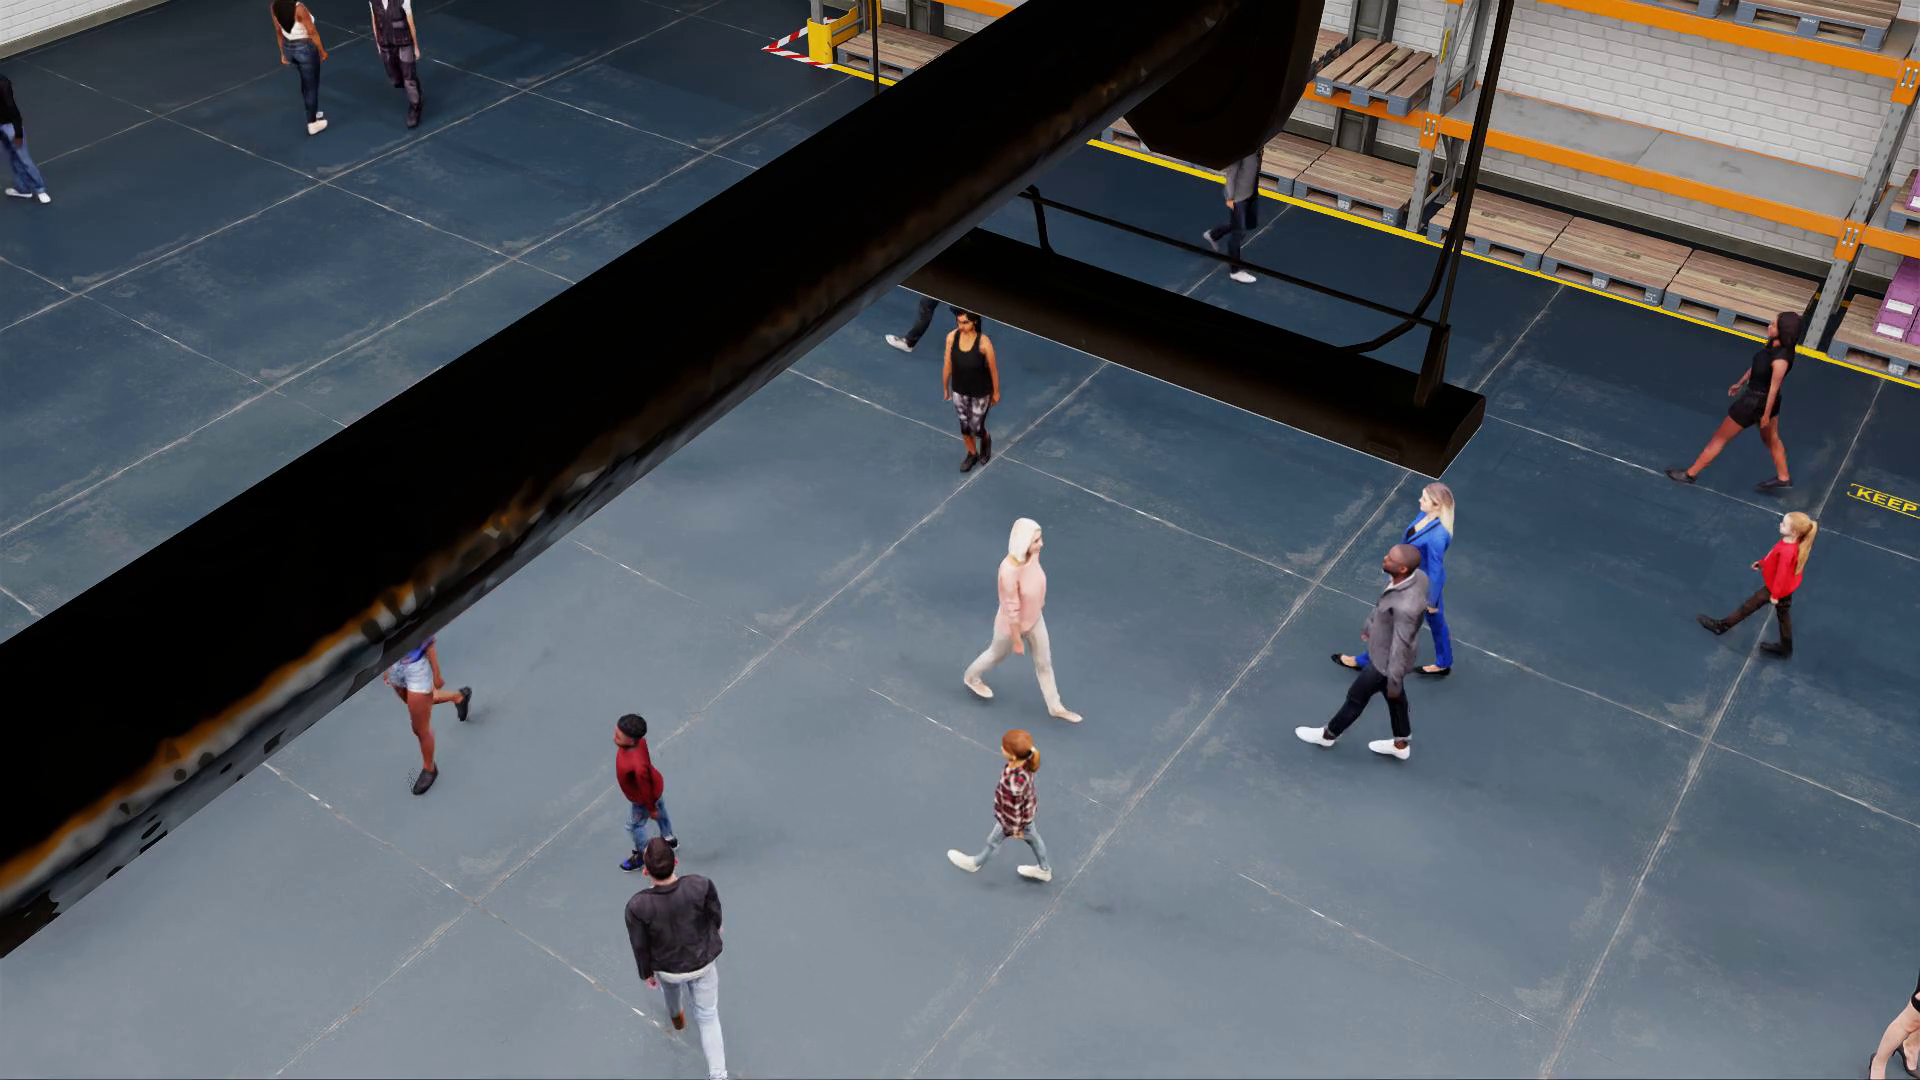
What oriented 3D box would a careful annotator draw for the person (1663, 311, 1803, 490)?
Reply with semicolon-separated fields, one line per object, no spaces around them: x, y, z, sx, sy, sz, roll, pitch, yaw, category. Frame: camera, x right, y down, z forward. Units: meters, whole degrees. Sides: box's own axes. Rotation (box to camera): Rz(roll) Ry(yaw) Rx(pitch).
6.522;-1.056;13.400;1.299;1.691;0.826;12;40;14;person

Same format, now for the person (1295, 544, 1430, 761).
2.937;0.792;11.014;1.126;1.781;0.927;11;40;14;person

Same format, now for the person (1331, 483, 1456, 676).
3.364;0.323;11.696;1.192;1.662;0.938;6;39;8;person

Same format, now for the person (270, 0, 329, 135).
-7.523;-5.471;18.845;0.634;1.795;0.709;18;42;21;person

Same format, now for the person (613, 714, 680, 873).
-1.930;1.558;10.485;0.722;1.245;0.662;-5;39;-7;person

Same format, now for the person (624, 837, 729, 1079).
-1.472;2.344;9.045;1.107;1.813;1.232;-11;40;-13;person

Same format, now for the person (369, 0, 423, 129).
-6.430;-5.720;19.122;0.984;1.838;0.972;3;39;4;person

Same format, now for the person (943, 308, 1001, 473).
0.135;-1.291;13.719;0.617;1.661;0.726;18;42;22;person

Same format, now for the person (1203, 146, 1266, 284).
2.686;-3.433;16.245;0.953;1.856;0.715;26;46;29;person

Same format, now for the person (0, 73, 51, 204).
-10.102;-4.380;17.542;0.666;1.717;0.889;16;41;20;person

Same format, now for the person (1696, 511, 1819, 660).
5.963;0.353;11.995;0.913;1.243;0.520;26;46;29;person

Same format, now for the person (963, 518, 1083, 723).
0.320;0.534;11.423;1.184;1.674;0.706;18;42;21;person

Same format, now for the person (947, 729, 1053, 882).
0.419;1.683;10.307;0.946;1.271;0.699;11;40;13;person

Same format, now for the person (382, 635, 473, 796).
-3.572;0.833;11.012;1.009;1.720;0.764;15;41;18;person
